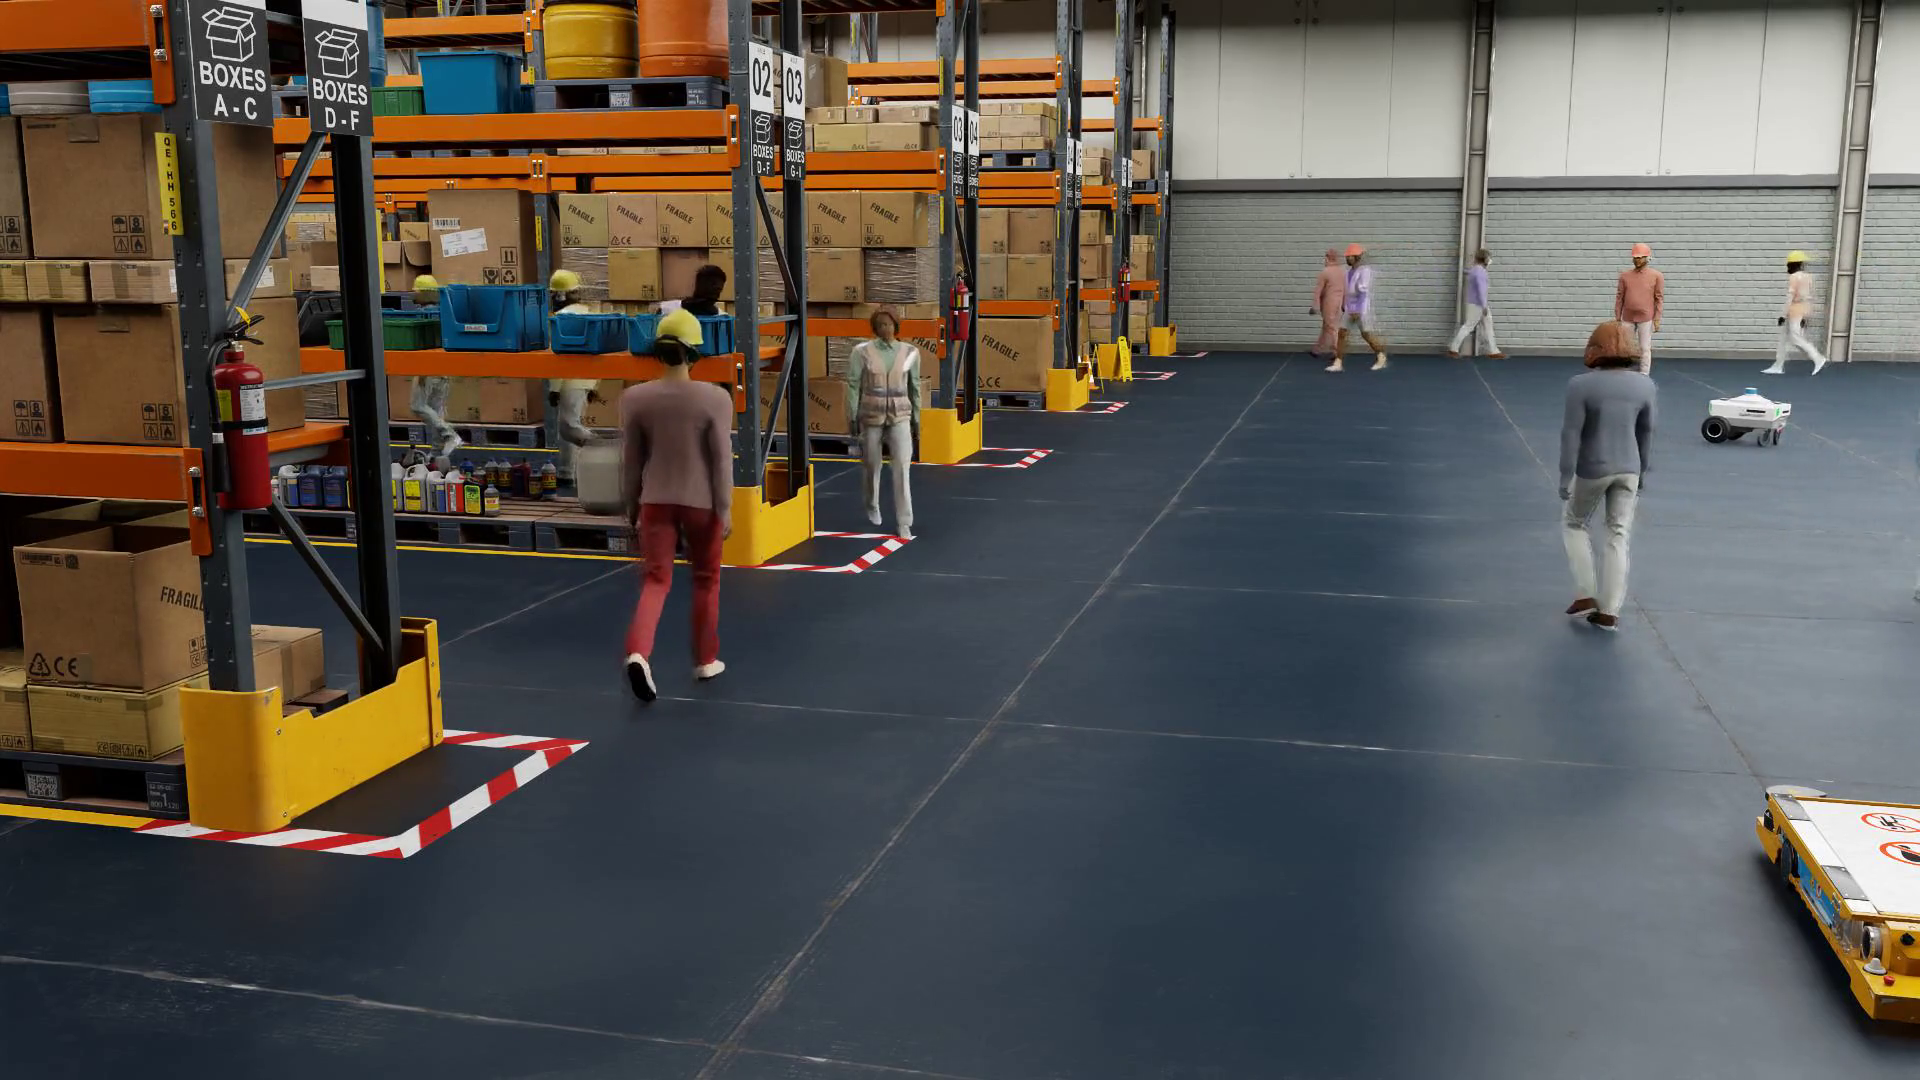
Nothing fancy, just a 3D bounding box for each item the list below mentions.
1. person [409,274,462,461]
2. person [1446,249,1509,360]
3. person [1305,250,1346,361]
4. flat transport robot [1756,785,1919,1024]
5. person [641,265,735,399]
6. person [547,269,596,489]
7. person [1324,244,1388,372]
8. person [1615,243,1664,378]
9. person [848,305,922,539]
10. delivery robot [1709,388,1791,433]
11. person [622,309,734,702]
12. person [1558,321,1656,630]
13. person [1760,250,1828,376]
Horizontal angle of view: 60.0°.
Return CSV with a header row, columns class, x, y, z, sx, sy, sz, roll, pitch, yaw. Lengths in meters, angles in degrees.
class,x,y,z,sx,sy,sz,roll,pitch,yaw
person,-4.838,-1.566,15.268,0.416,1.727,0.503,2,10,10
person,8.879,-4.029,28.504,1.033,1.890,0.651,3,11,18
person,6.241,-4.001,28.402,0.676,1.852,0.976,-8,13,-37
flat transport robot,2.841,1.041,4.873,0.652,0.197,1.431,3,11,14
person,-1.949,-1.053,12.065,0.689,1.859,0.620,-5,12,-27
person,-3.080,-1.290,13.530,0.736,1.809,0.600,2,10,8
person,6.210,-3.601,25.839,1.039,1.998,0.605,-5,11,-24
person,9.169,-3.004,22.506,0.614,1.993,0.395,9,13,40
person,-0.536,-0.842,11.648,0.529,1.613,0.803,-2,10,-9
delivery robot,7.936,-1.285,16.715,0.477,0.478,0.707,-10,14,-44
person,-1.280,-0.159,7.458,0.527,1.742,0.779,2,10,9
person,3.395,-0.341,8.787,0.526,1.612,0.440,-1,10,-4
person,12.712,-3.435,25.189,0.871,1.899,0.602,7,13,35
